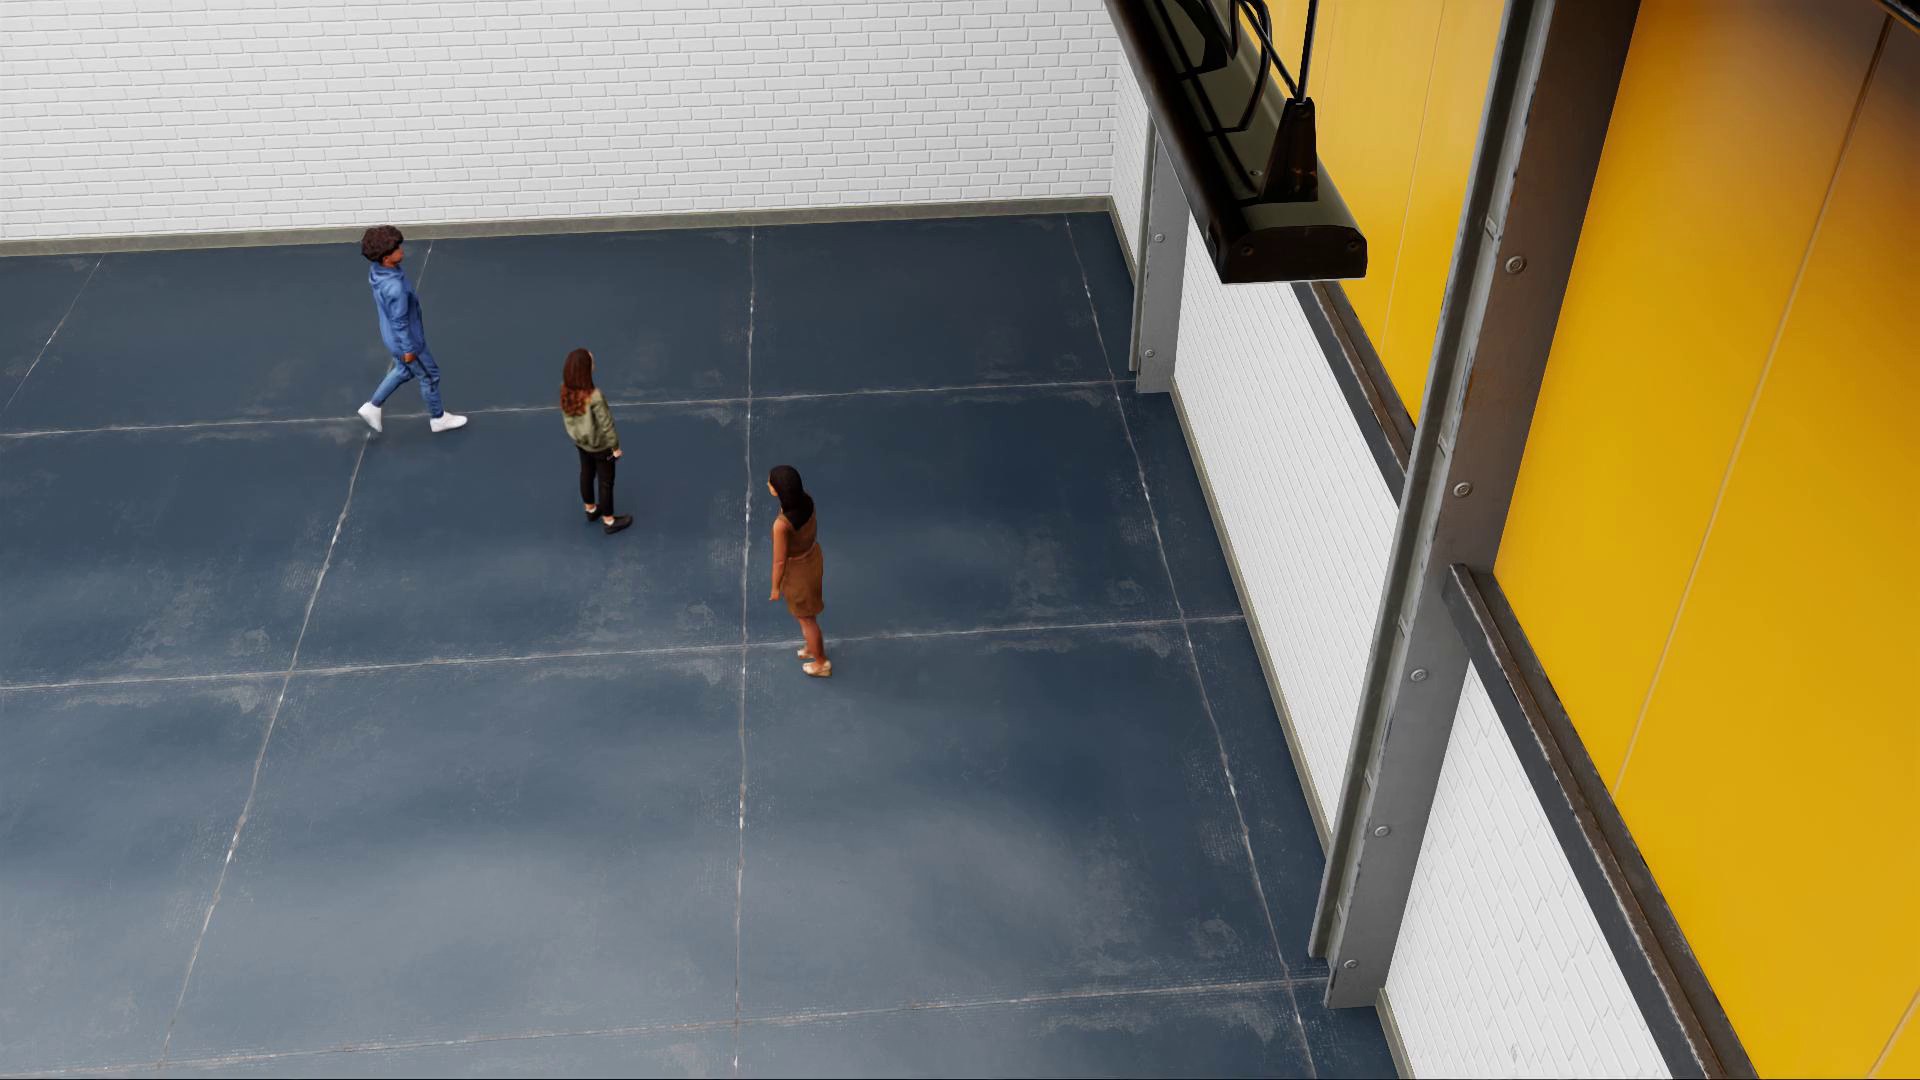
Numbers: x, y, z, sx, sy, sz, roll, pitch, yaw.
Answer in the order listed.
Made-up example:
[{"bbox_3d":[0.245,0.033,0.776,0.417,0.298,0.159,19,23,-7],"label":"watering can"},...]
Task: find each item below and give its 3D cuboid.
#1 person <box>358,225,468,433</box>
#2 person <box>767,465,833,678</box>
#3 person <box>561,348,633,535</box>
[{"bbox_3d":[-4.298,-1.542,12.614,1.002,1.786,1.063,-19,42,-23],"label":"person"},{"bbox_3d":[-0.929,0.225,10.489,0.770,1.677,0.671,11,40,13],"label":"person"},{"bbox_3d":[-2.620,-0.711,11.823,0.664,1.476,0.726,29,47,31],"label":"person"}]
